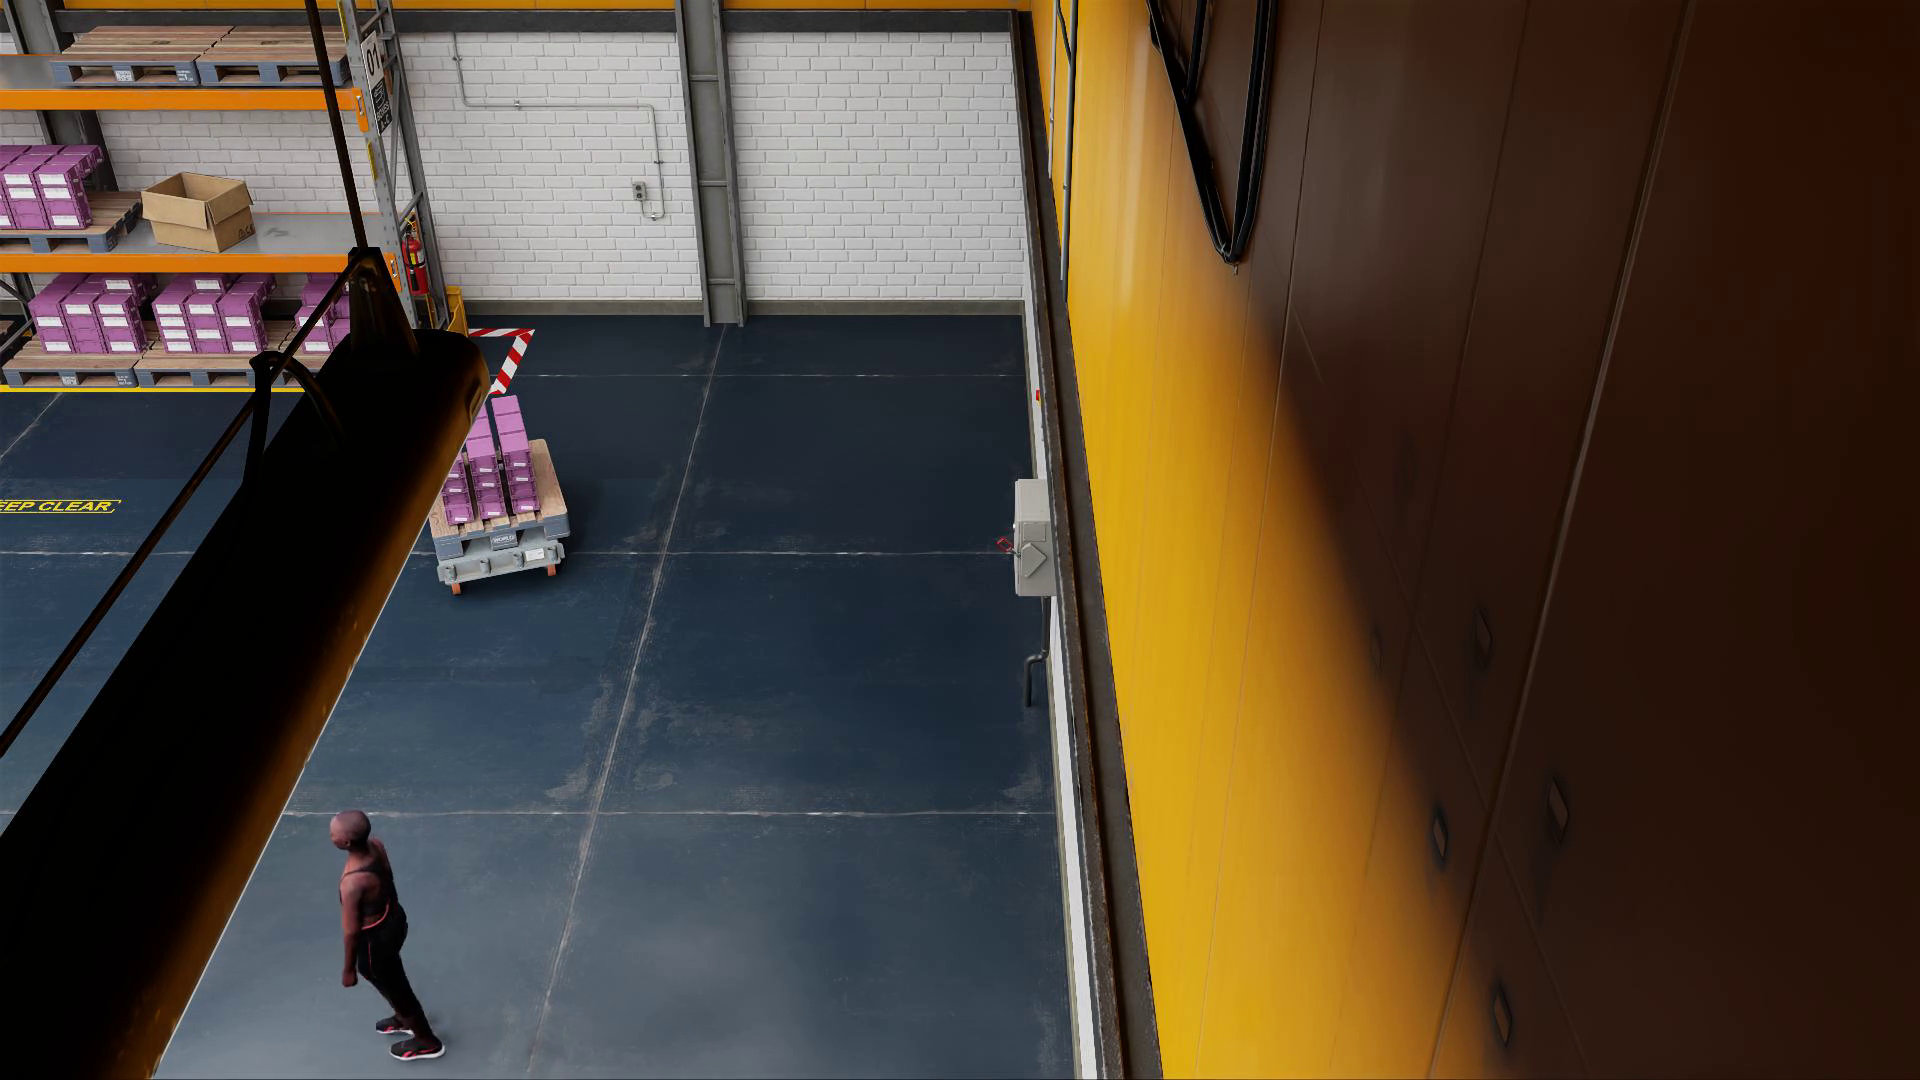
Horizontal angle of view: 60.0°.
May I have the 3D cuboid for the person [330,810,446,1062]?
[{"bbox_3d":[-2.916,2.088,8.664,0.630,1.747,0.583,-2,34,-2],"label":"person"}]
